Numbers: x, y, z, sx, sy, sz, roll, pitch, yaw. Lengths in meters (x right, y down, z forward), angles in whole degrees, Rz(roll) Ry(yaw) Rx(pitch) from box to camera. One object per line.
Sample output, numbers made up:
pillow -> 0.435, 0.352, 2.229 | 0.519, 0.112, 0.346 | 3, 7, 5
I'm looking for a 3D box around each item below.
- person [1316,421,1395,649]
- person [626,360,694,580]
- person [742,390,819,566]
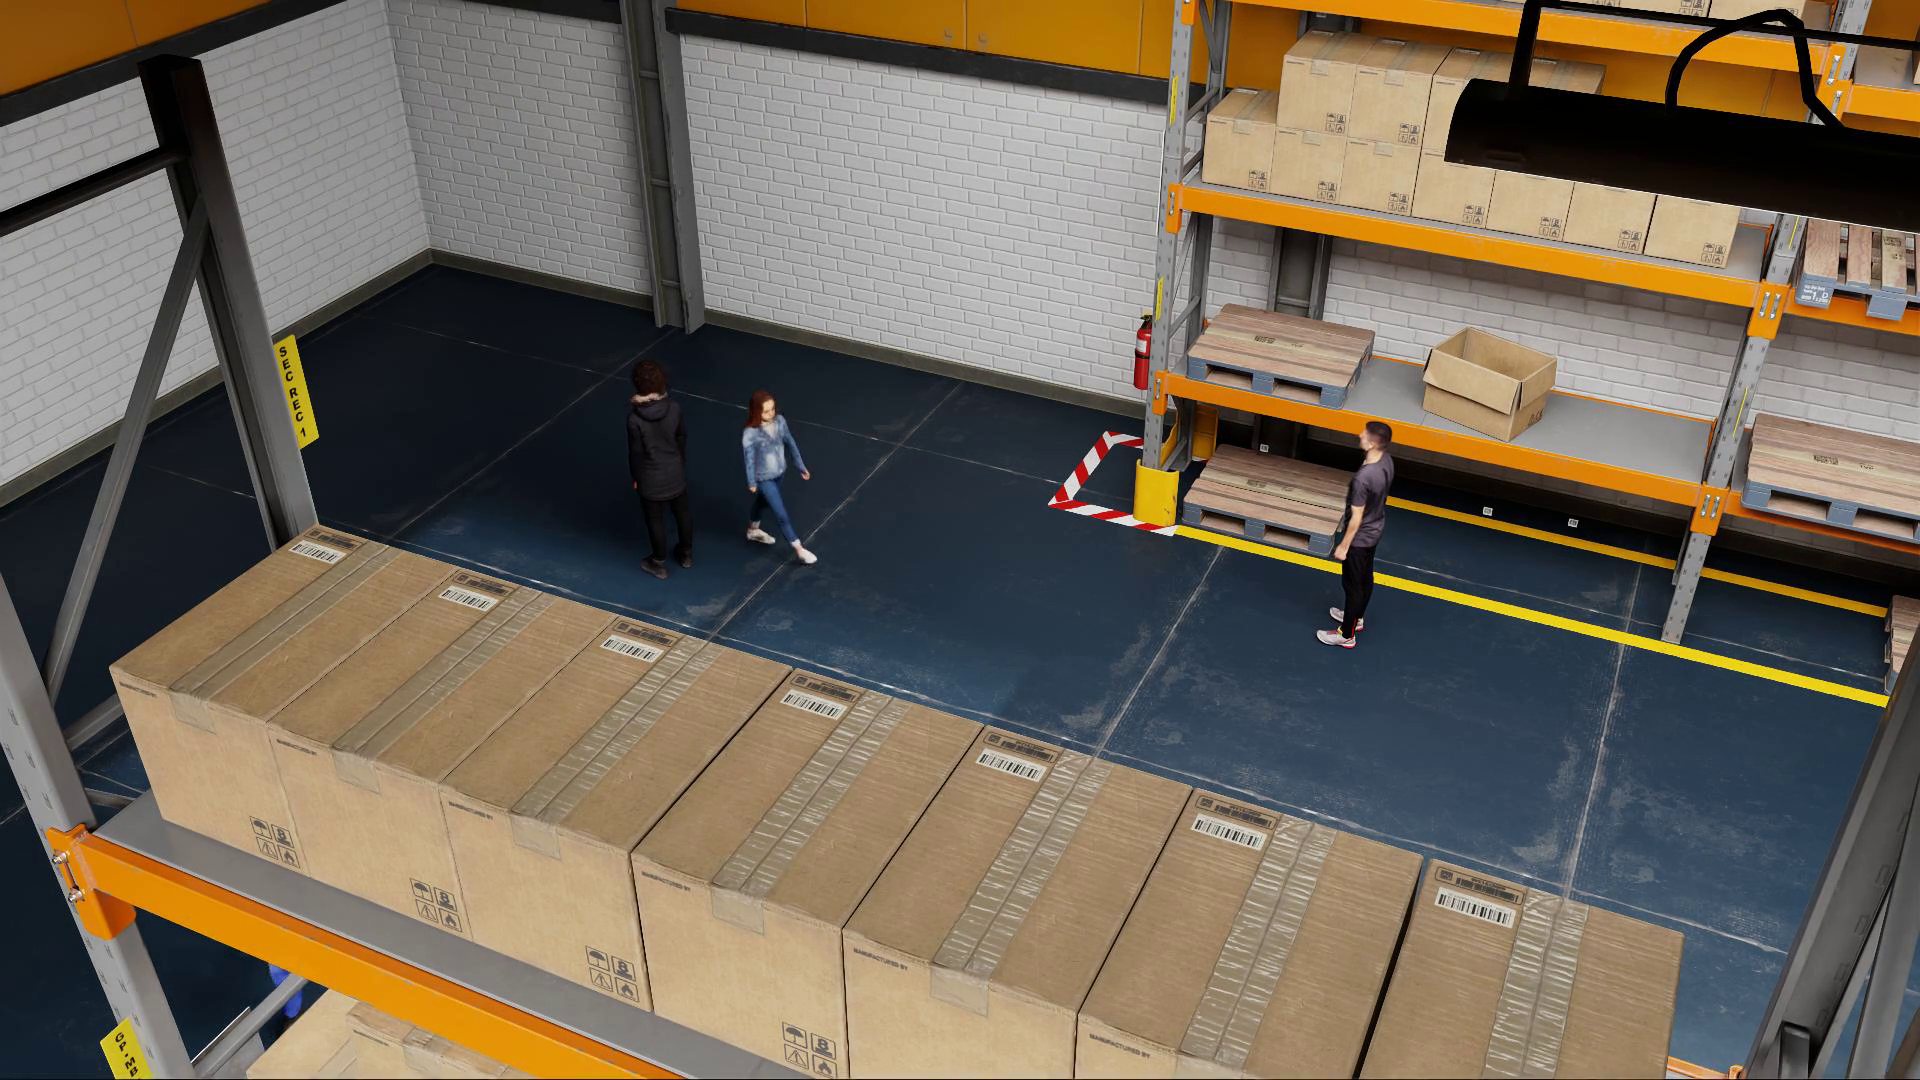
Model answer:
person -> 2.797, -0.048, 11.577 | 0.563, 1.765, 0.644 | 18, 37, 24
person -> -2.205, -0.517, 12.268 | 0.729, 1.781, 0.757 | -21, 39, -29
person -> -1.500, -0.513, 12.572 | 1.019, 1.438, 0.675 | 19, 38, 26
